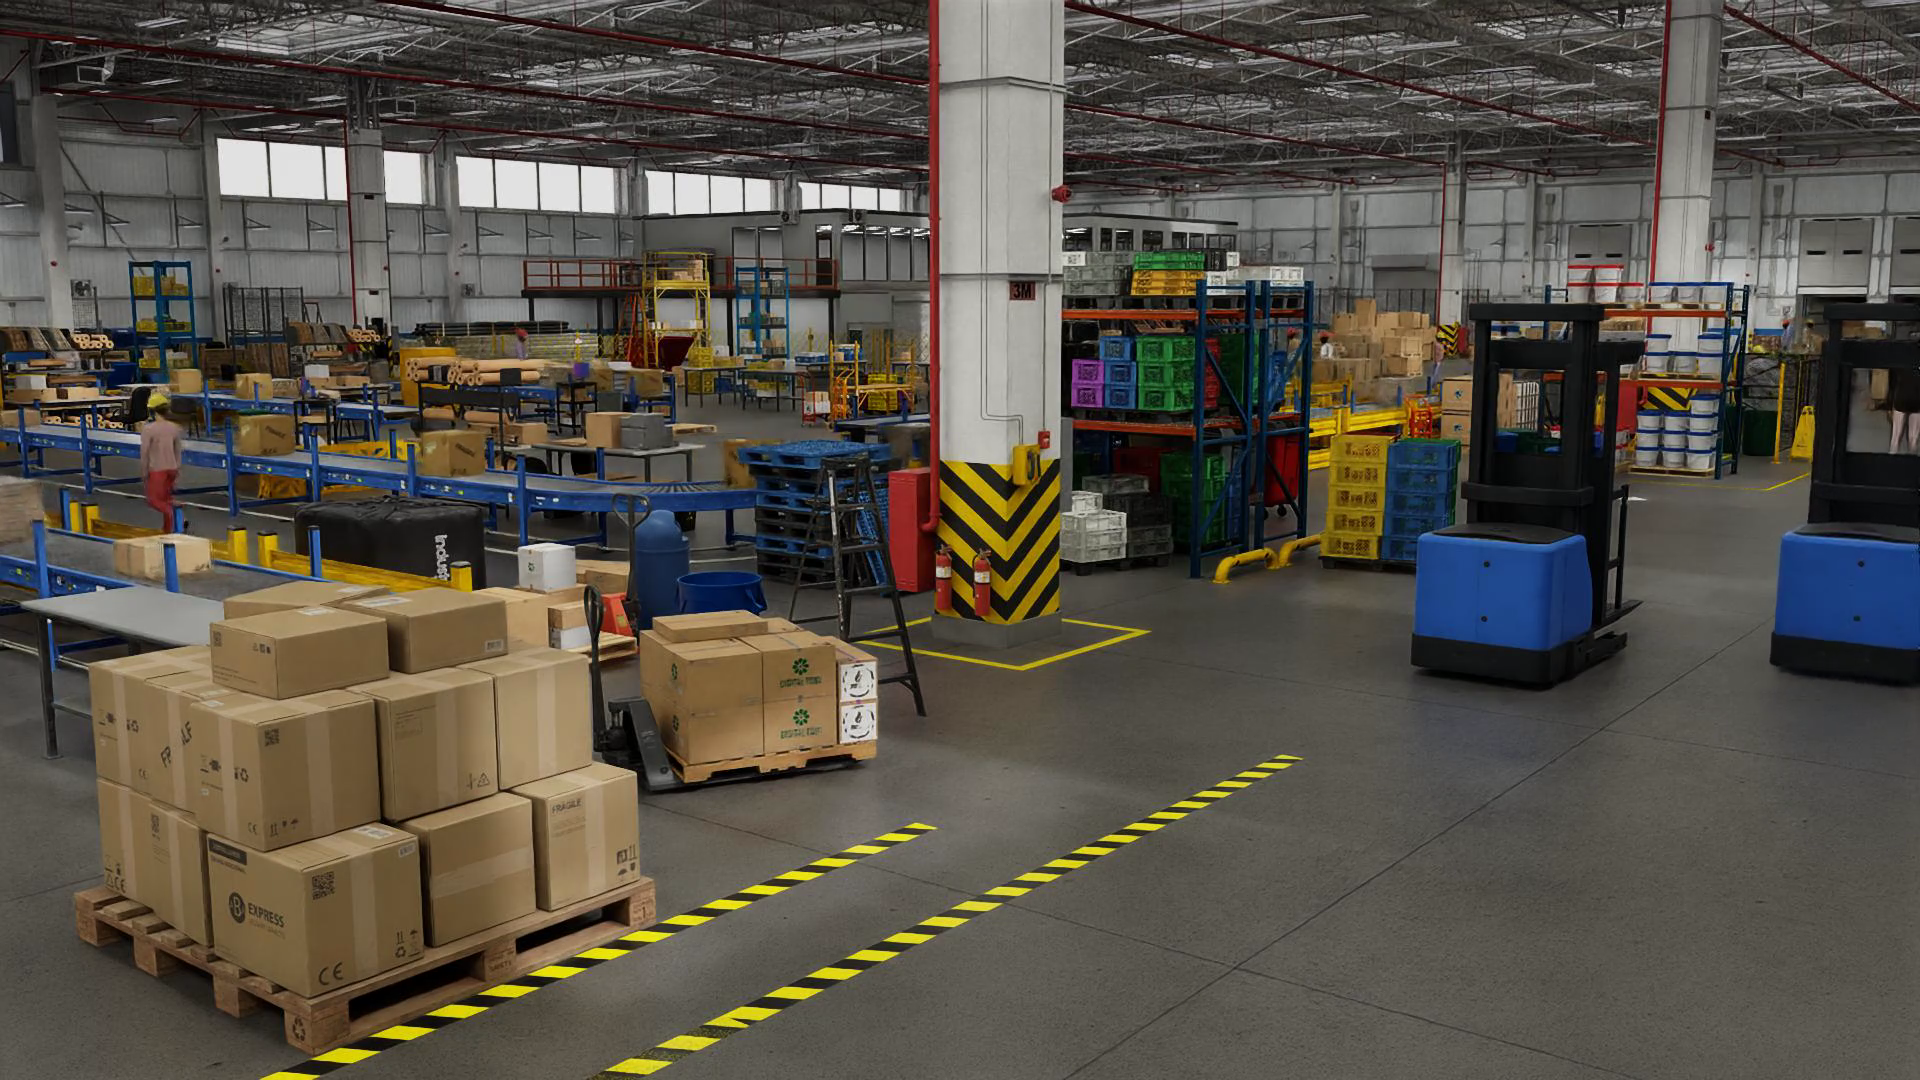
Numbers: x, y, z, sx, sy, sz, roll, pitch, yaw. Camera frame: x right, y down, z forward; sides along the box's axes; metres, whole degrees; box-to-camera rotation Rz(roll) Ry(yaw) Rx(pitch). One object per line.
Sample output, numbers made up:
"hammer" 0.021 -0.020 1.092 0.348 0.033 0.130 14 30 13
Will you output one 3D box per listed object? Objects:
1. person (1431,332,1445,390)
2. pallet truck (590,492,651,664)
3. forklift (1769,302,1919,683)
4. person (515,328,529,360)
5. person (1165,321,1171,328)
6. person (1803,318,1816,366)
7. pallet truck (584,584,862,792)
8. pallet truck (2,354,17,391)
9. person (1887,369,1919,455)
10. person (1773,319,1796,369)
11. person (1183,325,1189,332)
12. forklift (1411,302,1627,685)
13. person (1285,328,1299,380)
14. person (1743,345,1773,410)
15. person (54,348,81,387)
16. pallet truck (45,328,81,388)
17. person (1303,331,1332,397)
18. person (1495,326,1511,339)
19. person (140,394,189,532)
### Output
"person" 14.045 -5.218 48.811 0.329 1.767 0.528 5 10 30
"pallet truck" -3.115 0.344 12.883 0.653 1.274 1.630 7 11 37
"forklift" 7.121 -0.440 12.862 1.129 2.768 1.873 6 11 37
"person" -11.581 -4.575 43.748 0.978 2.000 0.632 -1 8 -5
"person" 7.323 -6.723 58.364 0.610 1.949 0.662 -2 9 -13
"person" 33.686 -7.823 65.887 0.617 1.903 0.652 -3 9 -22
"pallet truck" -1.426 0.805 10.019 1.601 1.201 0.680 -4 9 -26
"pallet truck" -24.881 -4.417 42.634 1.885 1.965 0.823 8 11 41
"person" 15.656 -2.164 27.452 0.626 1.992 0.387 3 9 22
"person" 31.756 -7.520 63.868 0.826 1.911 0.548 0 8 -2
"person" 7.298 -6.009 53.882 0.307 1.856 0.570 6 10 36
"forklift" 4.379 -0.438 12.852 1.129 2.768 1.873 7 11 37
"person" 9.465 -5.137 47.779 0.612 1.908 0.595 5 10 29
"person" 16.731 -3.197 35.062 0.619 1.796 0.798 -2 9 -13
"person" -22.480 -4.254 42.025 0.660 1.868 0.771 2 9 11
"pallet truck" -23.775 -4.544 43.495 1.885 1.965 0.823 6 10 35
"person" 9.521 -4.552 43.871 0.898 1.896 0.556 7 11 39
"person" 16.558 -5.573 50.750 0.617 1.900 0.454 -1 9 -10
"person" -9.146 -0.811 19.152 0.579 1.746 0.531 3 9 21
